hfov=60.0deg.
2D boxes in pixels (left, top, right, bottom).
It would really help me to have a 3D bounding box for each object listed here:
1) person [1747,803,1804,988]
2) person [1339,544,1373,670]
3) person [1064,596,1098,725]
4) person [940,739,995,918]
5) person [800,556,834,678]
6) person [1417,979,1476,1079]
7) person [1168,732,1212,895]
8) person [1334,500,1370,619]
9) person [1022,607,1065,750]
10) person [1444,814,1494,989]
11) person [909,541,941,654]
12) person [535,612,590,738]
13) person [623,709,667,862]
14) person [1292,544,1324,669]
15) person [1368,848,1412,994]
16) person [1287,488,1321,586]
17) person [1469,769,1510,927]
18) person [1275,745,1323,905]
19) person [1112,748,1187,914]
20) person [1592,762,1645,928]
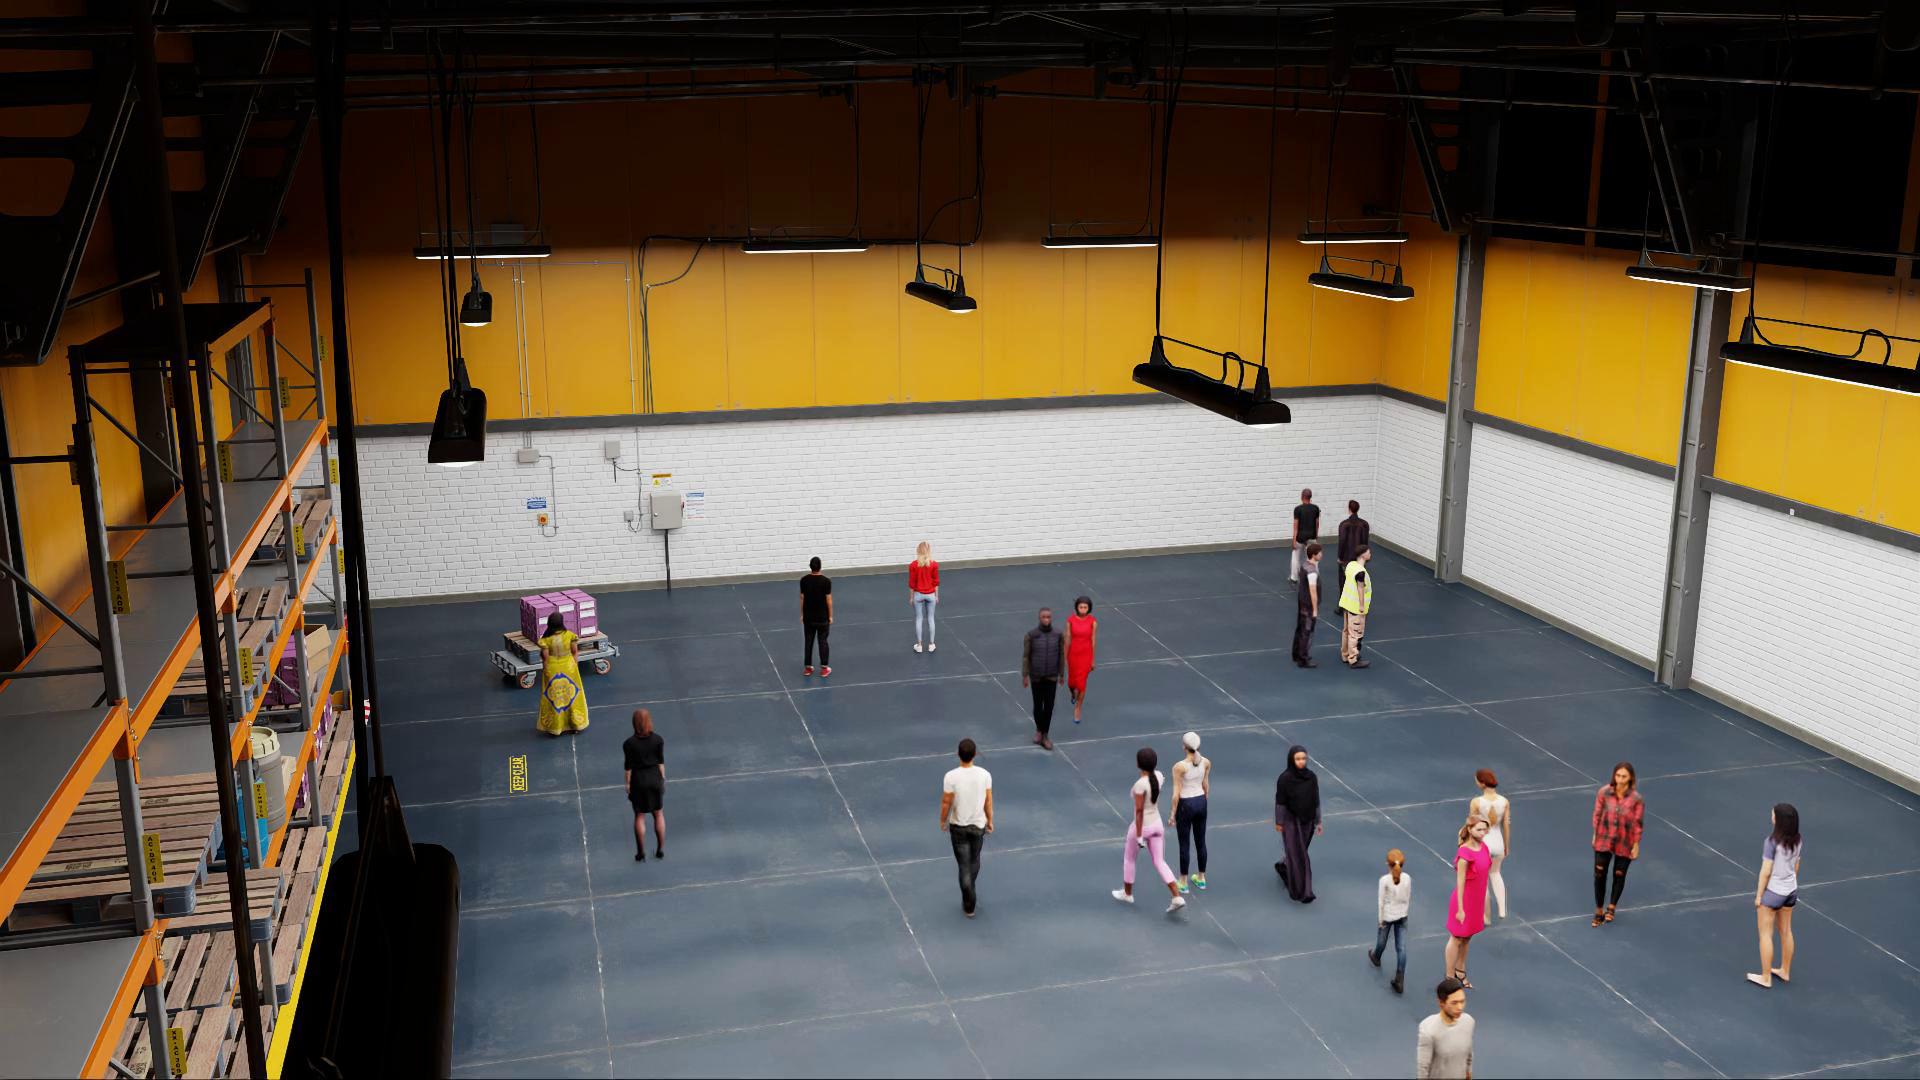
[{"bbox_3d":[7.498,3.236,15.241,0.613,1.730,0.560,-6,15,-24],"label":"person"},{"bbox_3d":[5.830,0.954,24.428,0.787,1.842,0.663,-2,14,-8],"label":"person"},{"bbox_3d":[1.605,1.565,22.151,0.721,1.726,0.848,1,14,6],"label":"person"},{"bbox_3d":[0.097,2.882,16.583,0.651,1.786,0.922,-4,14,-15],"label":"person"},{"bbox_3d":[-2.075,1.101,24.007,0.697,1.755,0.690,3,14,11],"label":"person"},{"bbox_3d":[3.465,3.978,12.014,0.673,1.806,0.593,-7,15,-26],"label":"person"},{"bbox_3d":[2.384,2.792,17.126,0.633,1.707,0.583,-6,15,-24],"label":"person"},{"bbox_3d":[6.361,0.295,27.005,0.688,1.911,0.566,-3,14,-12],"label":"person"},{"bbox_3d":[1.065,1.732,21.233,0.738,1.832,0.747,-2,14,-7],"label":"person"},{"bbox_3d":[4.594,3.279,15.072,0.655,1.726,0.676,-13,19,-42],"label":"person"},{"bbox_3d":[-0.540,0.854,25.133,0.637,1.704,0.532,-2,14,-9],"label":"person"},{"bbox_3d":[-5.196,1.727,21.622,0.894,1.661,0.822,-6,15,-23],"label":"person"},{"bbox_3d":[-3.352,2.625,17.825,0.606,1.701,0.527,-6,15,-23],"label":"person"},{"bbox_3d":[5.099,0.951,24.441,0.763,1.842,0.615,-1,14,-3],"label":"person"},{"bbox_3d":[3.985,3.487,15.158,0.590,1.282,0.957,-1,14,-4],"label":"person"},{"bbox_3d":[5.927,0.041,28.365,0.705,1.765,1.230,-3,14,-12],"label":"person"},{"bbox_3d":[5.178,3.045,16.265,0.609,1.620,0.628,-1,14,-3],"label":"person"},{"bbox_3d":[3.449,2.851,17.099,0.619,1.605,1.076,-4,14,-17],"label":"person"},{"bbox_3d":[1.944,2.921,16.586,0.871,1.709,1.164,-11,18,-39],"label":"person"},{"bbox_3d":[6.501,2.970,16.433,0.847,1.686,0.906,8,16,30],"label":"person"}]
